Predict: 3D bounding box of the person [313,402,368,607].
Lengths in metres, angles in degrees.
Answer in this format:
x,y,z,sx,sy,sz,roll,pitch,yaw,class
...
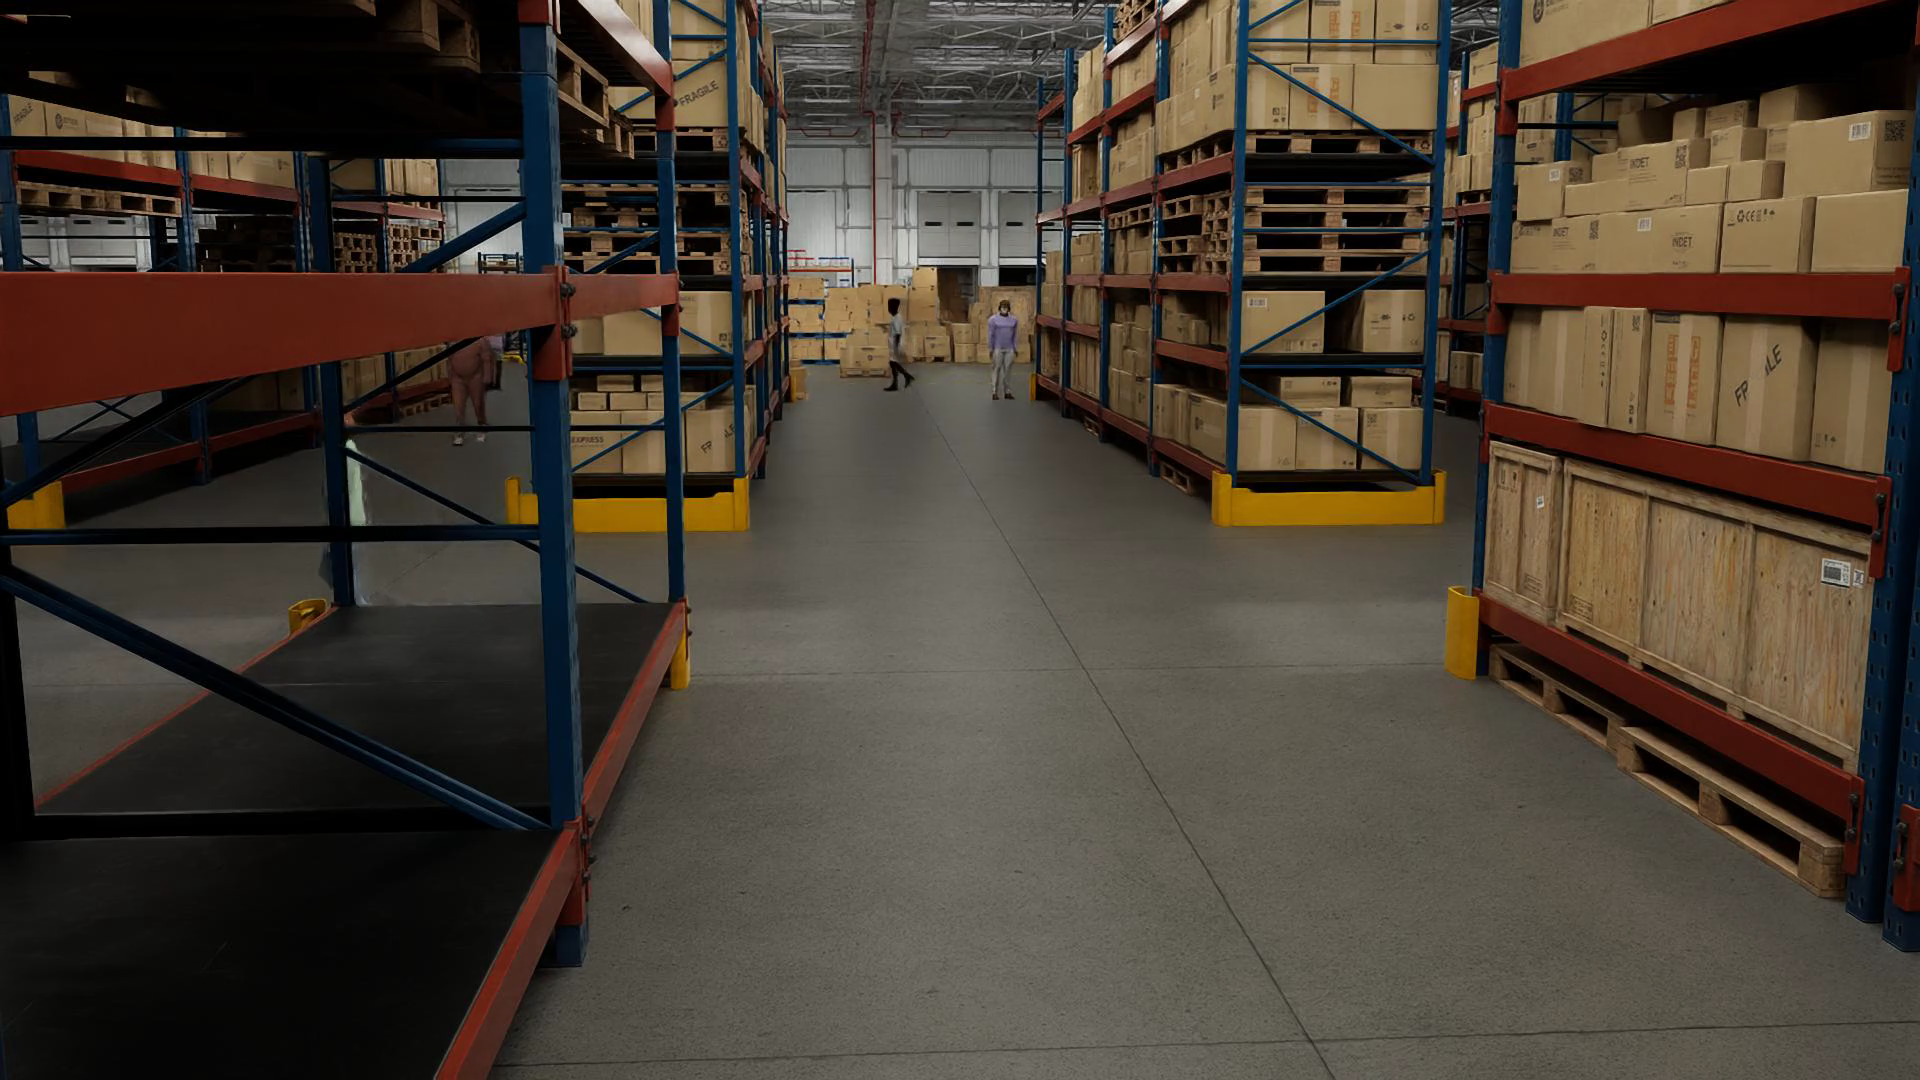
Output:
x,y,z,sx,sy,sz,roll,pitch,yaw,class
-3.924,-0.070,10.485,0.343,1.618,0.529,-2,9,-11,person

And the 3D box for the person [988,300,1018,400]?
x,y,z,sx,sy,sz,roll,pitch,yaw,class
0.839,-3.672,32.156,0.627,1.934,0.370,-3,10,-20,person

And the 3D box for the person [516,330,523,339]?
x,y,z,sx,sy,sz,roll,pitch,yaw,class
-16.523,-8.454,62.184,0.403,1.949,0.784,-4,10,-22,person

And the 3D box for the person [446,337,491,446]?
x,y,z,sx,sy,sz,roll,pitch,yaw,class
-7.012,-2.297,23.766,0.661,1.862,0.985,0,9,1,person

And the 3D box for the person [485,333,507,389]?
x,y,z,sx,sy,sz,roll,pitch,yaw,class
-9.778,-4.089,34.818,0.561,1.923,0.698,-3,9,-16,person

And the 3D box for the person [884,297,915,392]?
x,y,z,sx,sy,sz,roll,pitch,yaw,class
-1.273,-4.017,34.245,0.550,1.954,0.628,0,9,-1,person
